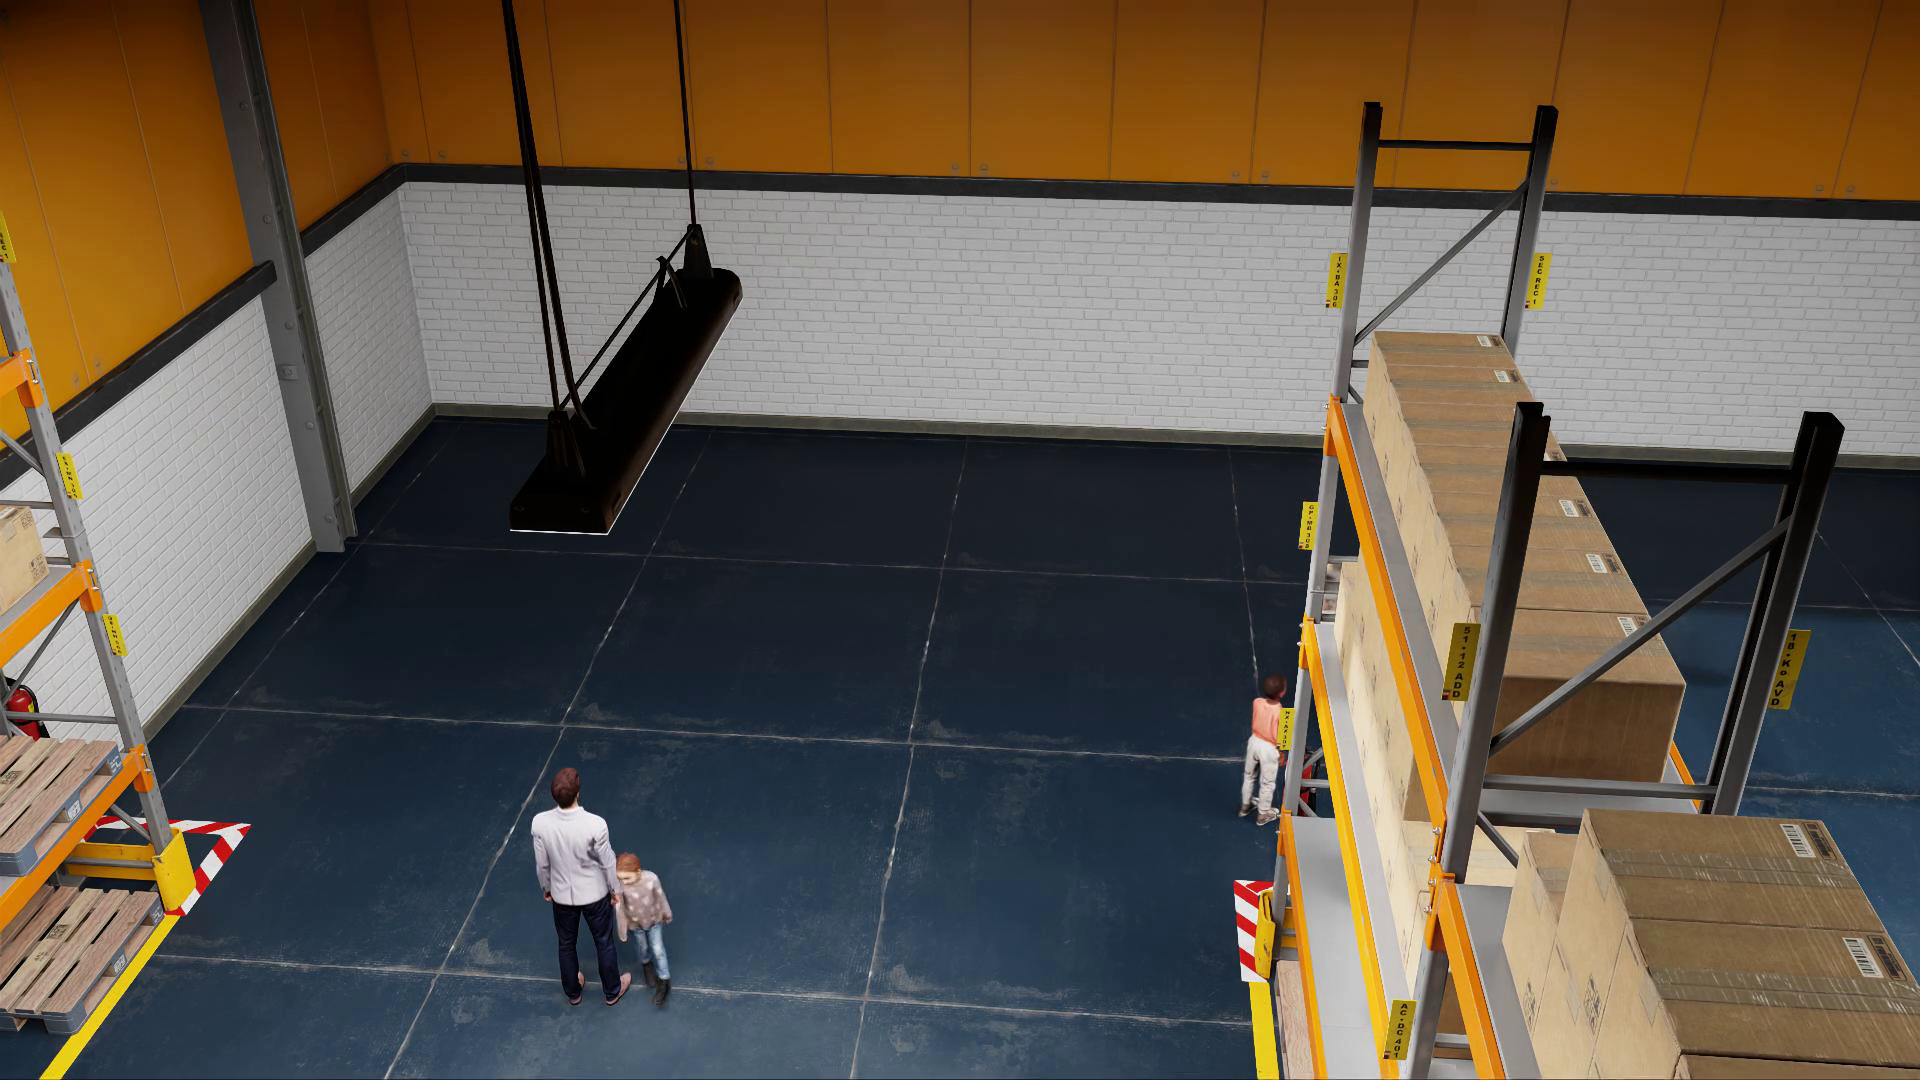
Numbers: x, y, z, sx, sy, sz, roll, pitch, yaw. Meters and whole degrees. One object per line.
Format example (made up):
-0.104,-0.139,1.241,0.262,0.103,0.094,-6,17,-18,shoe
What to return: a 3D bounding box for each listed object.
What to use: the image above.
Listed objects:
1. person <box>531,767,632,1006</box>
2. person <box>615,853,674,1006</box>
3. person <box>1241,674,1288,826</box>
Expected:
-2.523,2.302,10.997,0.677,1.850,0.544,2,29,3,person
-2.151,2.541,11.277,0.642,1.162,0.765,-8,30,-14,person
2.351,1.604,12.841,0.608,1.309,0.554,-25,37,-38,person
